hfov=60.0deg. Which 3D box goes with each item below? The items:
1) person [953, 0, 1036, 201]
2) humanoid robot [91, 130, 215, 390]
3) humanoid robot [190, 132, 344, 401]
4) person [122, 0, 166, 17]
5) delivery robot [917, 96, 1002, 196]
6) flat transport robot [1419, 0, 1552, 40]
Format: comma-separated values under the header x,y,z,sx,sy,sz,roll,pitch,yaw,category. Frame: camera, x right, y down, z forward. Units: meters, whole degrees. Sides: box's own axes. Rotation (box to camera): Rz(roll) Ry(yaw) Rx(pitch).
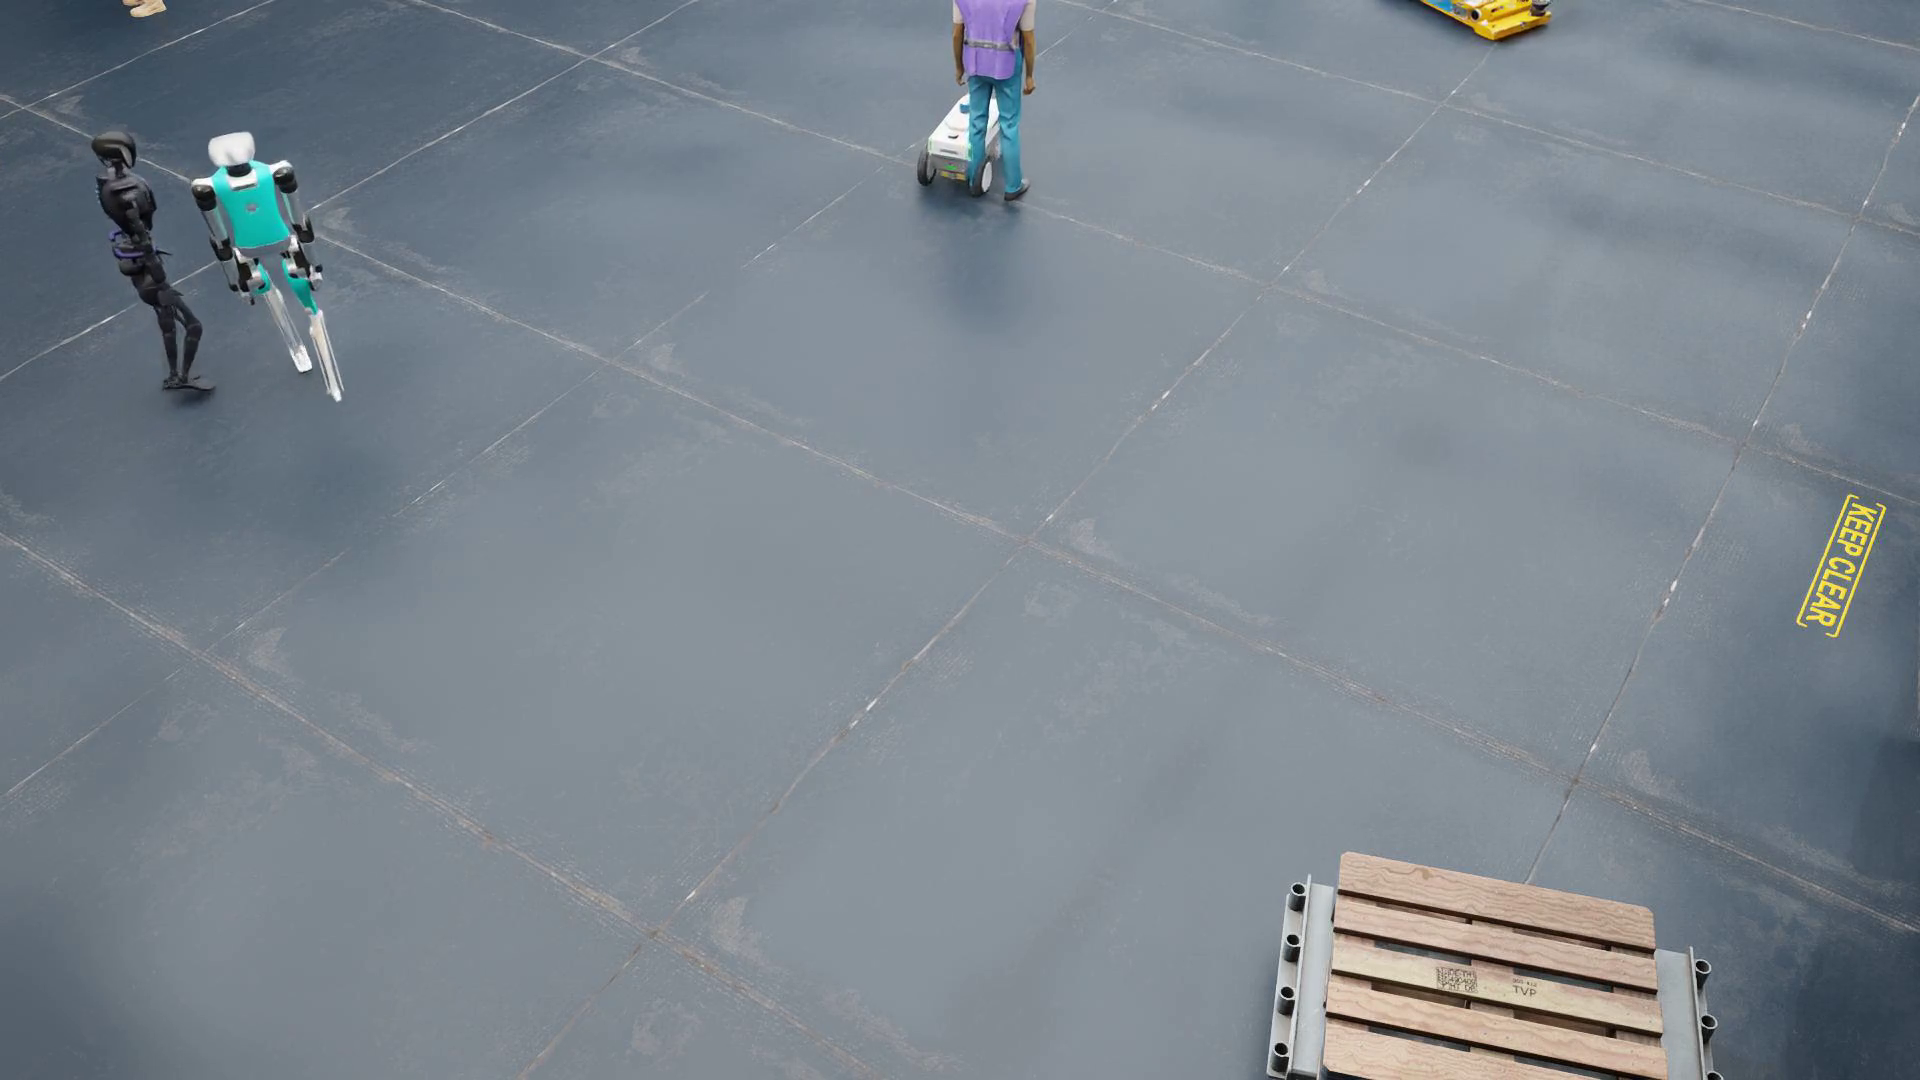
x,y,z,sx,sy,sz,roll,pitch,yaw,category
0.221,-3.130,11.098,0.563,1.846,0.397,12,43,13,person
-4.634,-1.572,9.489,0.315,1.649,0.616,-22,46,-23,humanoid robot
-3.941,-1.615,9.510,0.536,1.783,0.854,-17,44,-18,humanoid robot
-6.825,-5.102,13.380,0.302,1.744,0.493,-22,46,-23,person
0.046,-2.827,11.718,0.499,0.580,0.756,14,44,15,delivery robot
4.187,-4.597,13.923,0.659,0.231,1.431,-23,47,-24,flat transport robot
